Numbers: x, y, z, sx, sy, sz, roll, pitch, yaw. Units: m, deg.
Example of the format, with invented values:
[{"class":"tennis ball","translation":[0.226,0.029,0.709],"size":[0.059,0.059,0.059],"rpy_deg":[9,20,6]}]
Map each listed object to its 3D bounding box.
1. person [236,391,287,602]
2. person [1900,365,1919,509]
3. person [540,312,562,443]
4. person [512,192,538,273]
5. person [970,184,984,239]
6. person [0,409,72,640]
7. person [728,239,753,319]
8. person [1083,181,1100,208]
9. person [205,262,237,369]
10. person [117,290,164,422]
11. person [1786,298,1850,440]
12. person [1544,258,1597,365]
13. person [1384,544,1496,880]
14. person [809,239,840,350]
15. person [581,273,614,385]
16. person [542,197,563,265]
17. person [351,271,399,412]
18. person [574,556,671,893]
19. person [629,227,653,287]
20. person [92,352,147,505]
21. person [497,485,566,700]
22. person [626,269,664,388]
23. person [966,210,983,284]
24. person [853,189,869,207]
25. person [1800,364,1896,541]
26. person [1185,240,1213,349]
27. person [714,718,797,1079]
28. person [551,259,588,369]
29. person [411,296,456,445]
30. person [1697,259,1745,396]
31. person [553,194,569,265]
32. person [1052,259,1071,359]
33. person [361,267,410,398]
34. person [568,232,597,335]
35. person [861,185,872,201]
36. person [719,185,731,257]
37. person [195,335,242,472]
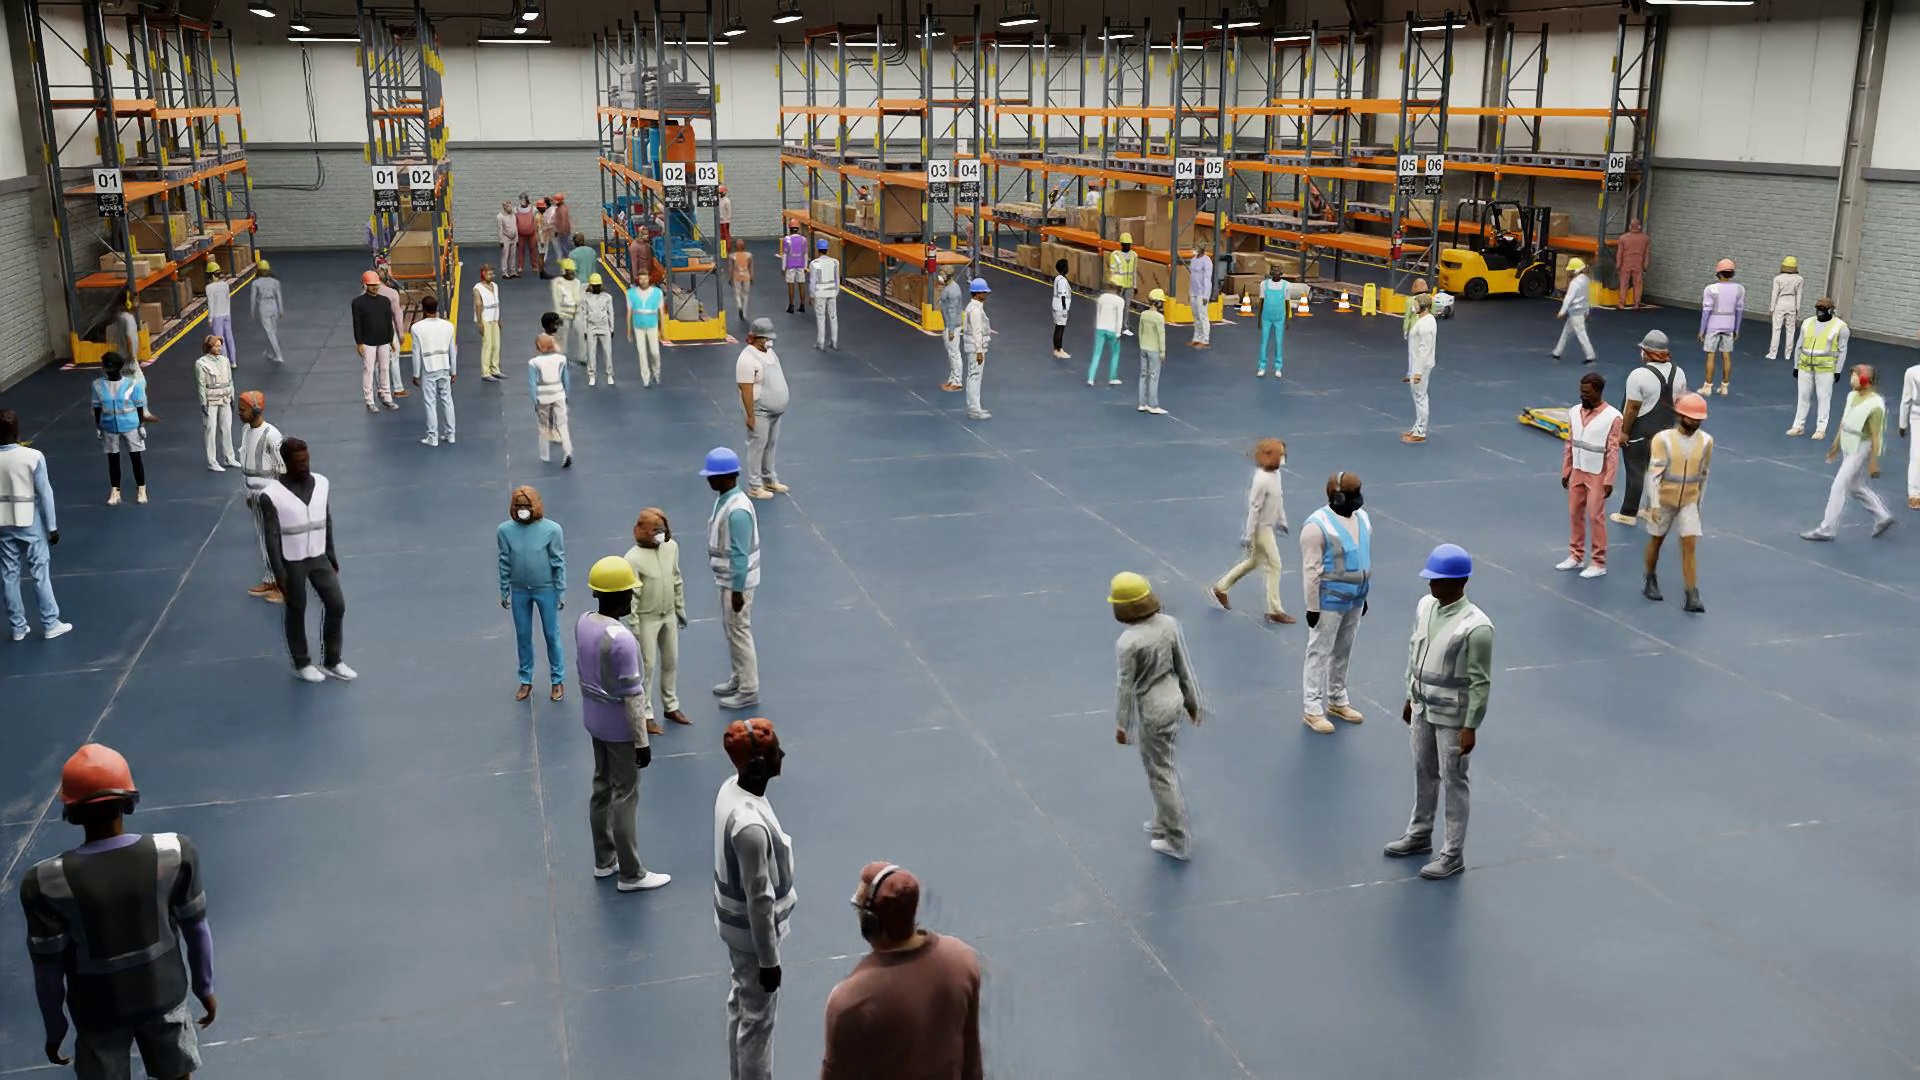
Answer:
[{"class":"person","translation":[-6.146,-0.391,14.710],"size":[0.585,1.881,0.337],"rpy_deg":[13,19,40]},{"class":"person","translation":[10.627,-1.311,18.259],"size":[0.584,1.851,0.944],"rpy_deg":[5,16,18]},{"class":"person","translation":[-5.285,-2.105,21.526],"size":[0.319,1.692,0.533],"rpy_deg":[-3,15,-12]},{"class":"person","translation":[-11.090,-7.858,42.508],"size":[0.689,2.000,0.537],"rpy_deg":[-3,15,-13]},{"class":"person","translation":[0.528,-9.642,49.395],"size":[0.388,1.949,0.602],"rpy_deg":[14,21,43]},{"class":"person","translation":[-7.709,-0.117,13.612],"size":[0.589,1.920,0.398],"rpy_deg":[-1,15,-5]},{"class":"person","translation":[-4.389,-5.230,33.419],"size":[0.518,1.626,0.526],"rpy_deg":[-4,16,-16]},{"class":"person","translation":[4.125,-10.136,51.386],"size":[0.549,1.896,0.971],"rpy_deg":[-14,20,-43]},{"class":"person","translation":[-12.117,-3.646,27.186],"size":[0.311,1.768,0.532],"rpy_deg":[3,15,13]},{"class":"person","translation":[-11.374,-2.480,22.674],"size":[0.677,1.846,0.539],"rpy_deg":[-8,17,-29]},{"class":"person","translation":[11.212,-2.243,21.757],"size":[0.429,1.842,0.633],"rpy_deg":[-12,19,-37]},{"class":"person","translation":[10.322,-3.819,27.828],"size":[0.897,1.784,0.587],"rpy_deg":[9,17,29]},{"class":"person","translation":[2.747,0.963,9.490],"size":[0.389,1.946,0.614],"rpy_deg":[-6,16,-23]},{"class":"person","translation":[-2.406,-4.351,29.487],"size":[0.603,1.949,0.389],"rpy_deg":[-10,18,-32]},{"class":"person","translation":[-5.611,-3.268,25.825],"size":[0.486,1.736,0.320],"rpy_deg":[-3,15,-13]},{"class":"person","translation":[-11.006,-8.286,44.585],"size":[0.619,1.802,0.953],"rpy_deg":[2,15,9]},{"class":"person","translation":[-8.319,-2.828,23.665],"size":[0.376,1.995,0.612],"rpy_deg":[12,19,38]},{"class":"person","translation":[-1.913,1.025,9.297],"size":[0.362,1.928,0.587],"rpy_deg":[-13,19,-39]},{"class":"person","translation":[-6.274,-5.255,32.994],"size":[0.400,1.900,0.644],"rpy_deg":[5,16,19]},{"class":"person","translation":[-9.181,-1.221,18.192],"size":[0.530,1.695,0.321],"rpy_deg":[-3,15,-12]},{"class":"person","translation":[-3.149,0.387,12.275],"size":[0.500,1.627,0.278],"rpy_deg":[1,15,3]},{"class":"person","translation":[-4.832,-3.243,25.537],"size":[0.576,1.829,0.473],"rpy_deg":[-2,15,-7]},{"class":"person","translation":[0.354,-7.078,40.095],"size":[0.315,1.769,0.523],"rpy_deg":[14,20,42]},{"class":"person","translation":[-2.624,-8.546,45.278],"size":[0.659,1.946,0.676],"rpy_deg":[-6,16,-21]},{"class":"person","translation":[9.018,-0.876,16.686],"size":[0.914,1.802,0.561],"rpy_deg":[2,15,6]},{"class":"person","translation":[4.271,-4.375,29.627],"size":[0.366,1.930,0.622],"rpy_deg":[-6,16,-21]},{"class":"person","translation":[-0.853,1.650,7.037],"size":[0.353,1.880,0.577],"rpy_deg":[-4,16,-16]},{"class":"person","translation":[-6.354,-3.684,27.226],"size":[0.737,1.810,0.589],"rpy_deg":[13,20,41]},{"class":"person","translation":[-6.740,-2.175,21.382],"size":[0.383,1.912,0.591],"rpy_deg":[14,20,42]},{"class":"person","translation":[11.339,-3.168,24.852],"size":[0.611,2.042,0.395],"rpy_deg":[0,15,-1]},{"class":"person","translation":[-10.458,-8.129,43.714],"size":[0.501,1.943,0.754],"rpy_deg":[-7,16,-25]},{"class":"person","translation":[1.747,-3.966,28.514],"size":[0.317,1.700,0.538],"rpy_deg":[-2,15,-6]},{"class":"person","translation":[-8.539,-3.075,24.702],"size":[0.627,1.940,0.370],"rpy_deg":[3,15,12]},{"class":"person","translation":[-7.073,-4.801,31.219],"size":[0.364,1.933,0.630],"rpy_deg":[12,19,37]},{"class":"person","translation":[-2.777,-9.551,49.242],"size":[0.327,1.859,0.498],"rpy_deg":[-10,18,-34]},{"class":"person","translation":[-6.640,-8.944,46.677],"size":[0.375,1.997,0.612],"rpy_deg":[-12,19,-39]},{"class":"person","translation":[-8.884,-1.637,19.885],"size":[0.313,1.634,0.514],"rpy_deg":[6,16,21]}]
